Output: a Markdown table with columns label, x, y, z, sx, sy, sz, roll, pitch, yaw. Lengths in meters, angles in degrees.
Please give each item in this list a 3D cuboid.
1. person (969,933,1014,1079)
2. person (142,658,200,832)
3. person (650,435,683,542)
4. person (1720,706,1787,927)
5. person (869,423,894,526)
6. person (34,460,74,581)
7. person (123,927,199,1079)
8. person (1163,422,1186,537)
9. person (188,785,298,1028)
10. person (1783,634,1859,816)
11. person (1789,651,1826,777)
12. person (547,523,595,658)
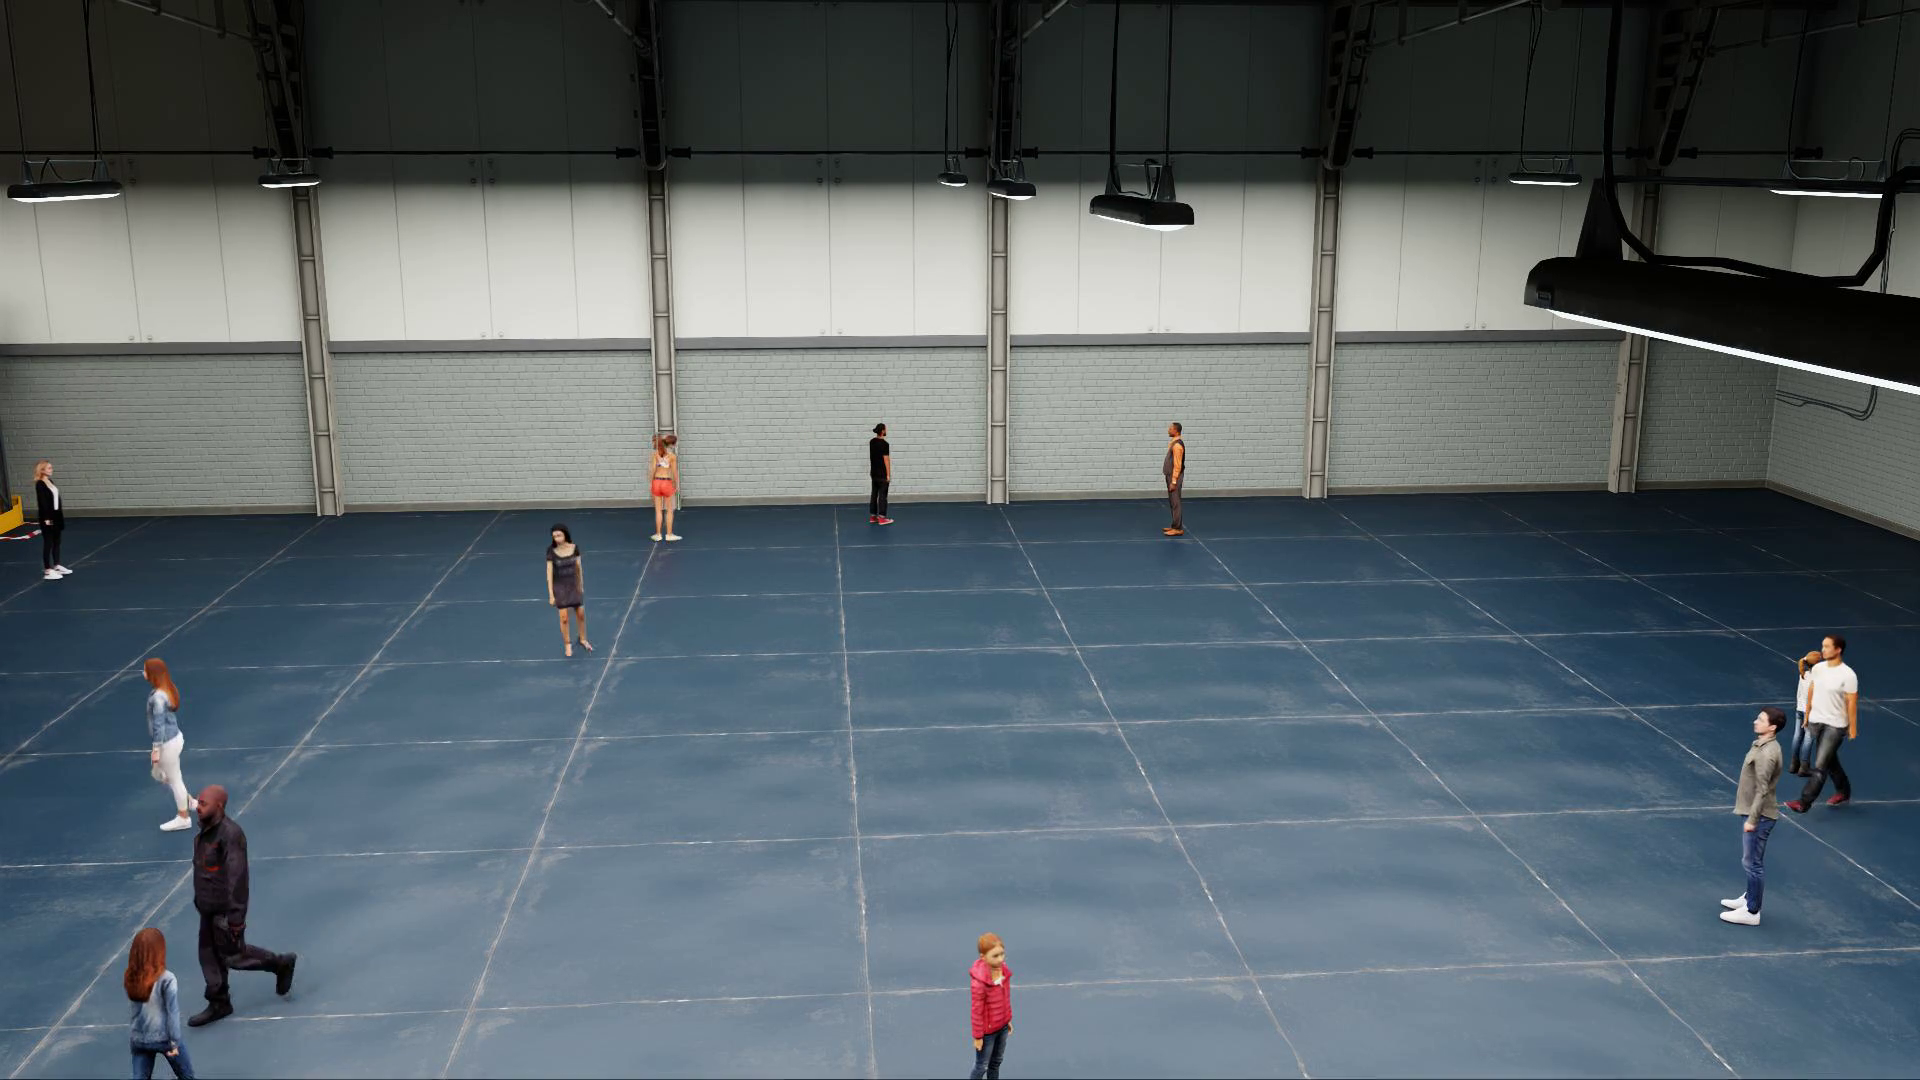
| label | x | y | z | sx | sy | sz | roll | pitch | yaw |
| --- | --- | --- | --- | --- | --- | --- | --- | --- | --- |
| person | 0.195 | 3.207 | 10.980 | 0.656 | 1.318 | 0.591 | 12 | 17 | 41 |
| person | -7.384 | 1.920 | 15.712 | 0.719 | 1.692 | 0.699 | -5 | 14 | -22 |
| person | -4.963 | -0.861 | 27.572 | 0.614 | 1.758 | 0.851 | 0 | 13 | -2 |
| person | 6.627 | 2.274 | 13.798 | 0.787 | 1.866 | 0.794 | 6 | 15 | 26 |
| person | -1.397 | -1.156 | 28.852 | 0.702 | 1.757 | 0.746 | 13 | 18 | 43 |
| person | -13.760 | -0.315 | 25.120 | 0.511 | 1.801 | 0.606 | -1 | 13 | -4 |
| person | -5.200 | 3.224 | 10.625 | 0.950 | 1.445 | 0.779 | 2 | 13 | 9 |
| person | 3.633 | -1.039 | 28.011 | 0.655 | 1.908 | 0.728 | 1 | 13 | 4 |
| person | -5.349 | 2.656 | 12.292 | 1.089 | 1.801 | 1.147 | 11 | 17 | 39 |
| person | 8.493 | 1.794 | 16.122 | 1.220 | 1.753 | 0.868 | -5 | 14 | -22 |
| person | 8.744 | 1.781 | 17.146 | 0.529 | 1.315 | 0.507 | -4 | 14 | -16 |
| person | -4.963 | 0.645 | 21.080 | 0.730 | 1.753 | 0.882 | -12 | 17 | -41 |
